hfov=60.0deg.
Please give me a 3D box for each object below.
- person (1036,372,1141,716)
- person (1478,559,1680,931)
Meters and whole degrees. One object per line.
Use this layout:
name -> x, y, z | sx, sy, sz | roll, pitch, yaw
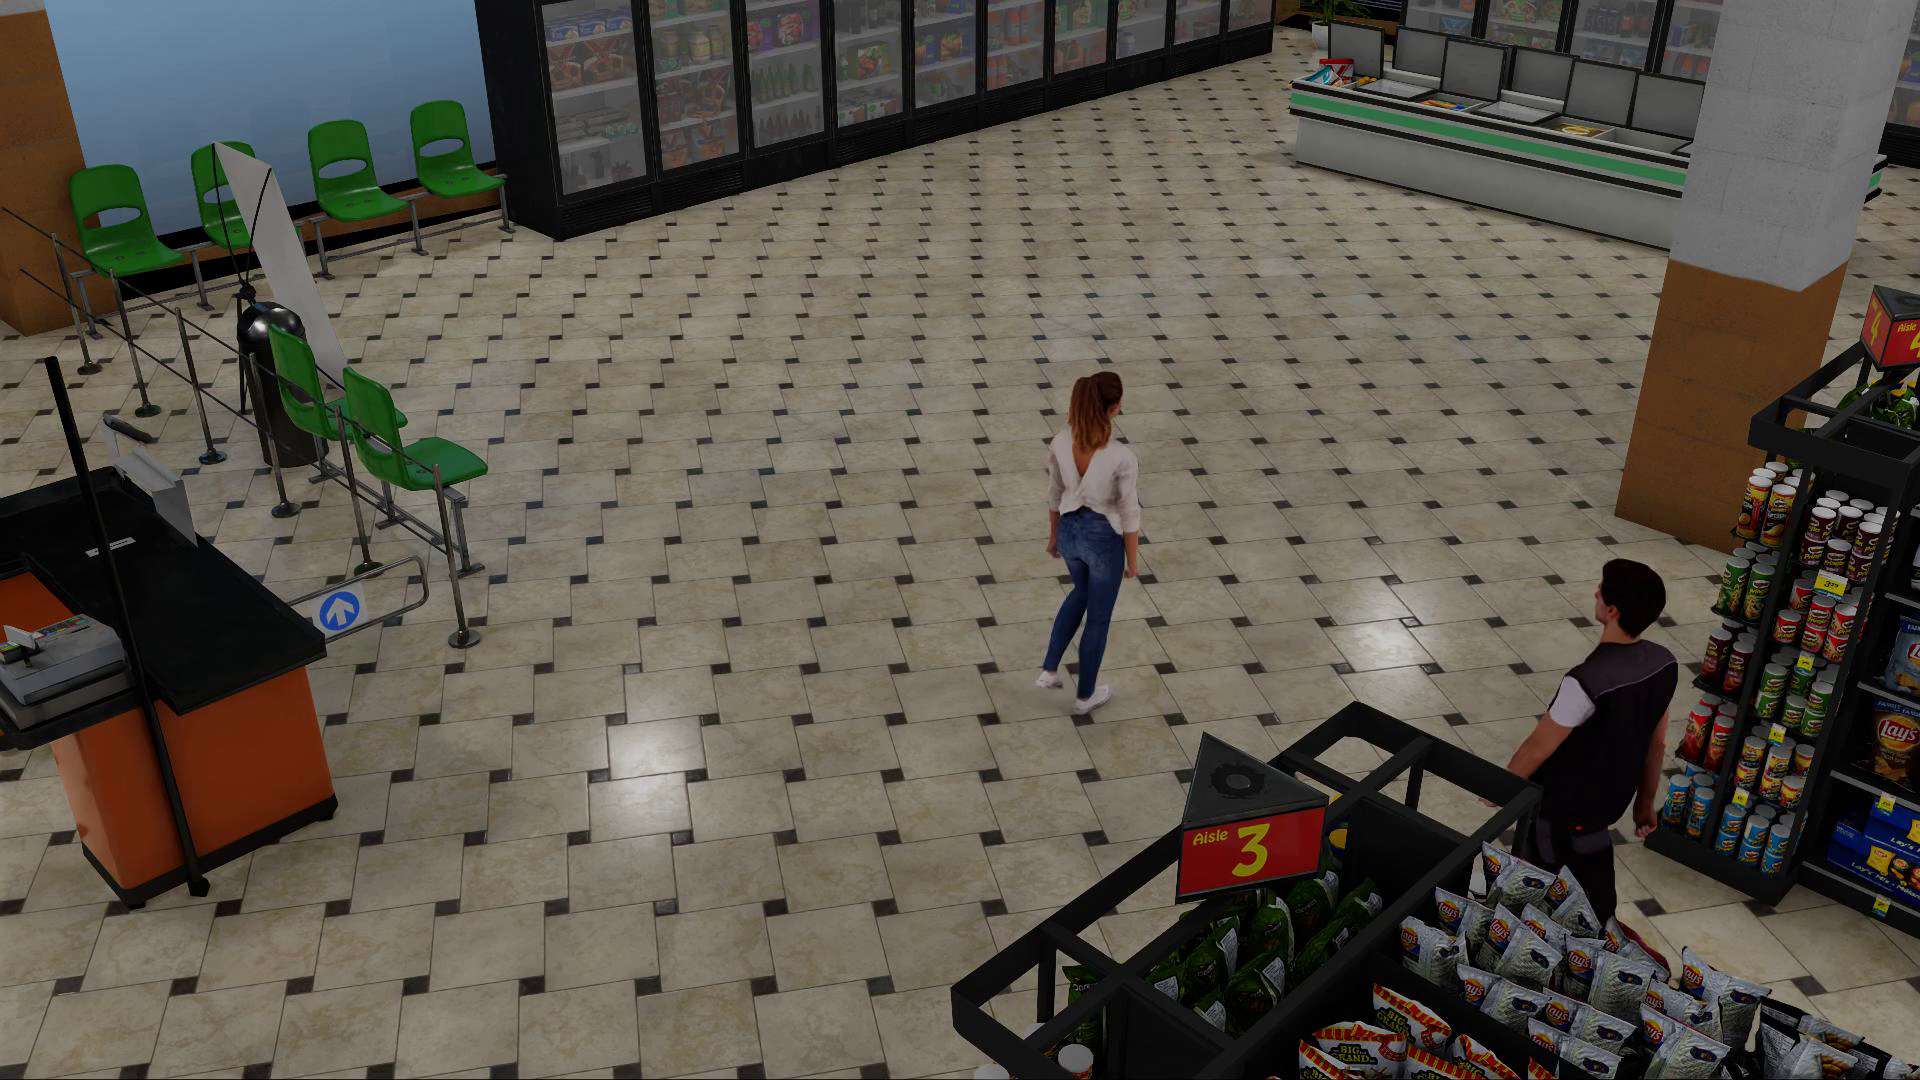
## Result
person -> 0.547, 0.065, 7.536 | 0.611, 1.712, 0.680 | 23, 36, 36
person -> 2.240, 0.977, 5.769 | 0.754, 1.804, 1.235 | -19, 34, -31
